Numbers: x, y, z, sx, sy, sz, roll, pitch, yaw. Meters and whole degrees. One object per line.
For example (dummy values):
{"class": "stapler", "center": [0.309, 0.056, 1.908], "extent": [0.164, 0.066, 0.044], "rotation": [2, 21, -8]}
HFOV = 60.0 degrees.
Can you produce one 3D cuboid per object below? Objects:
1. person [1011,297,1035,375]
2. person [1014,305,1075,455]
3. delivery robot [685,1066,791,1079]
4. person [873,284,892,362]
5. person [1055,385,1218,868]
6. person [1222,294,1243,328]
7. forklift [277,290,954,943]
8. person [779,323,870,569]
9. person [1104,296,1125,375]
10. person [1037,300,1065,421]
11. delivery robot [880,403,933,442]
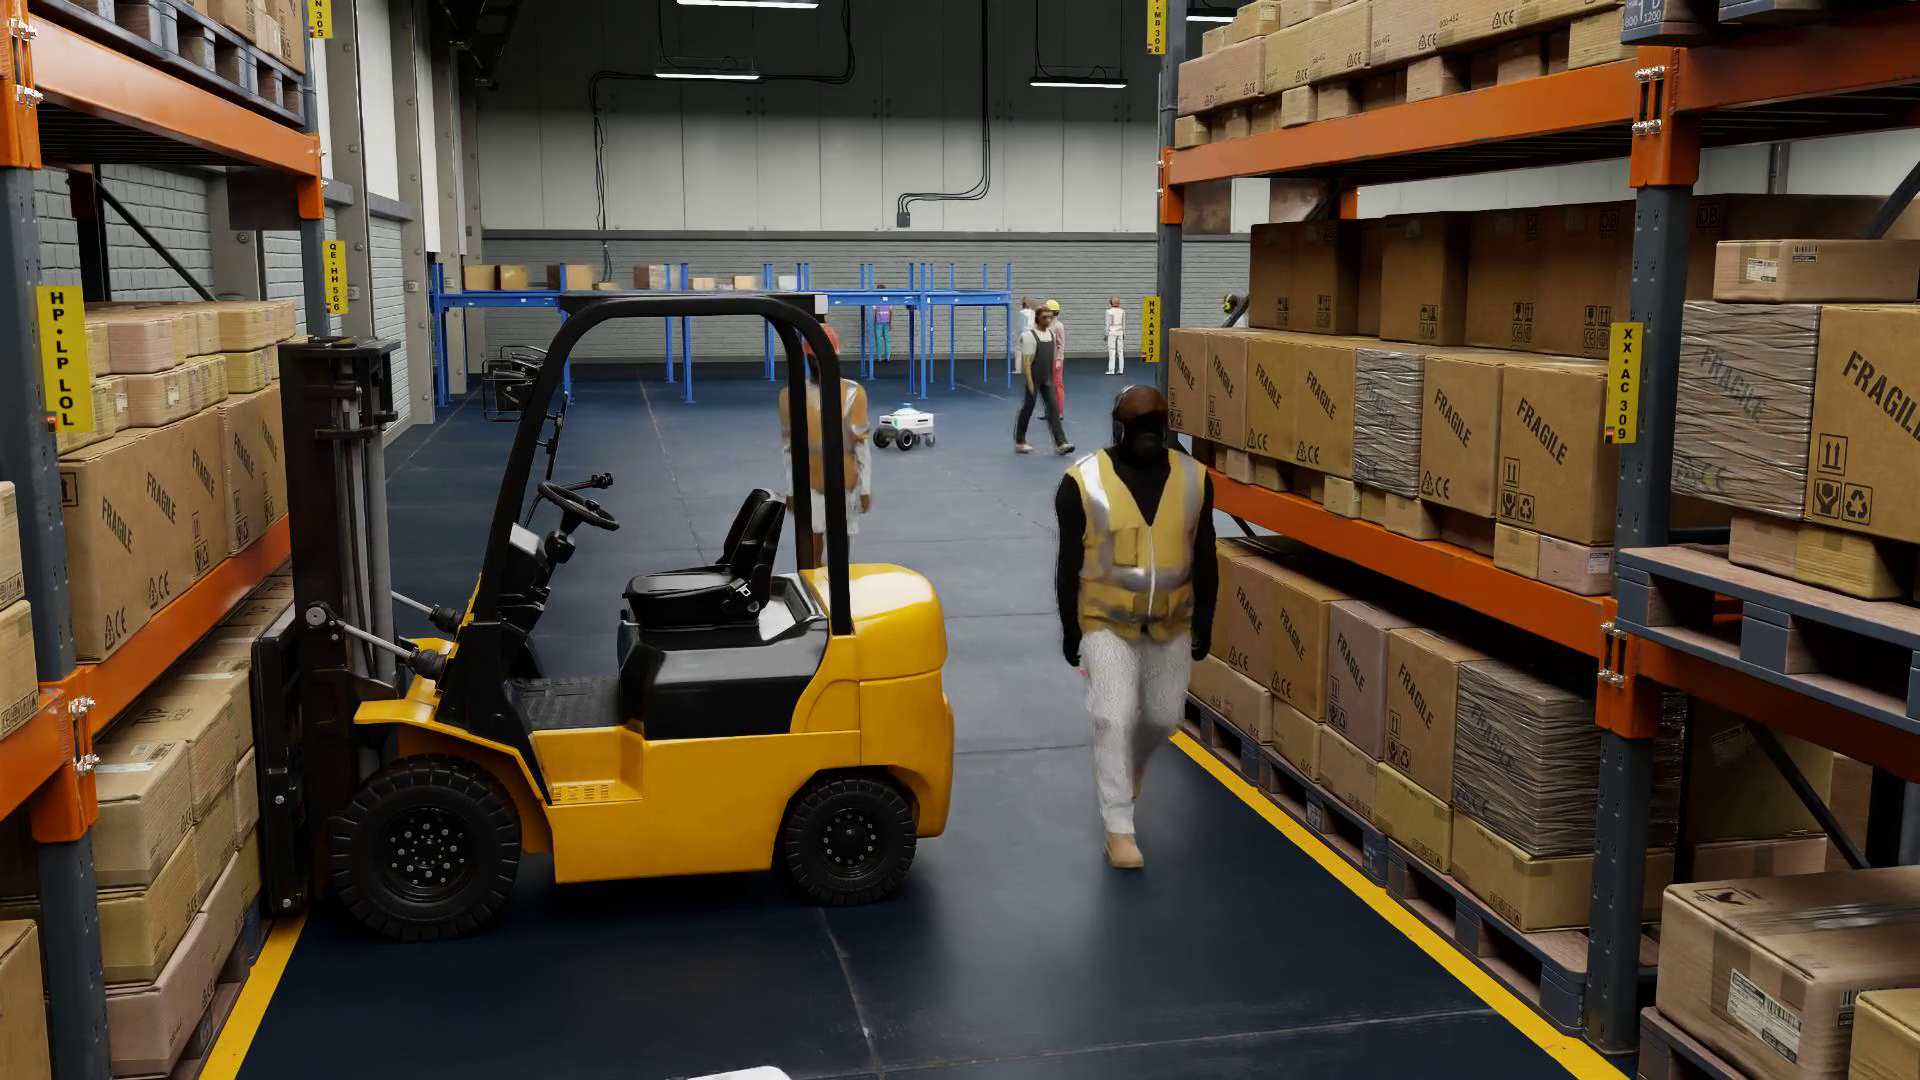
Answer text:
{"class": "person", "center": [1.315, -4.237, 34.627], "extent": [0.648, 1.613, 0.547], "rotation": [8, 12, 41]}
{"class": "person", "center": [0.986, -1.922, 20.031], "extent": [0.542, 1.790, 0.977], "rotation": [-7, 12, -38]}
{"class": "delivery robot", "center": [-0.440, 1.376, 3.522], "extent": [0.477, 0.478, 0.707], "rotation": [-3, 10, -20]}
{"class": "person", "center": [-1.854, -5.147, 39.512], "extent": [0.571, 1.844, 0.376], "rotation": [-6, 11, -34]}
{"class": "person", "center": [0.662, 0.294, 6.468], "extent": [0.627, 1.824, 0.690], "rotation": [-2, 10, -11]}
{"class": "person", "center": [3.937, -2.637, 24.224], "extent": [0.426, 1.848, 0.541], "rotation": [8, 12, 41]}
{"class": "forklift", "center": [-1.179, 0.175, 6.143], "extent": [2.313, 2.155, 1.214], "rotation": [-2, 10, -12]}
{"class": "person", "center": [-0.831, -0.381, 10.261], "extent": [0.544, 1.919, 0.809], "rotation": [-1, 9, -5]}
{"class": "person", "center": [3.244, -4.285, 34.887], "extent": [0.523, 1.638, 0.310], "rotation": [-6, 11, -32]}
{"class": "person", "center": [1.358, -2.650, 24.535], "extent": [0.316, 1.769, 0.523], "rotation": [-4, 10, -23]}
{"class": "delivery robot", "center": [-0.667, -1.470, 20.857], "extent": [0.477, 0.478, 0.707], "rotation": [9, 12, 44]}
